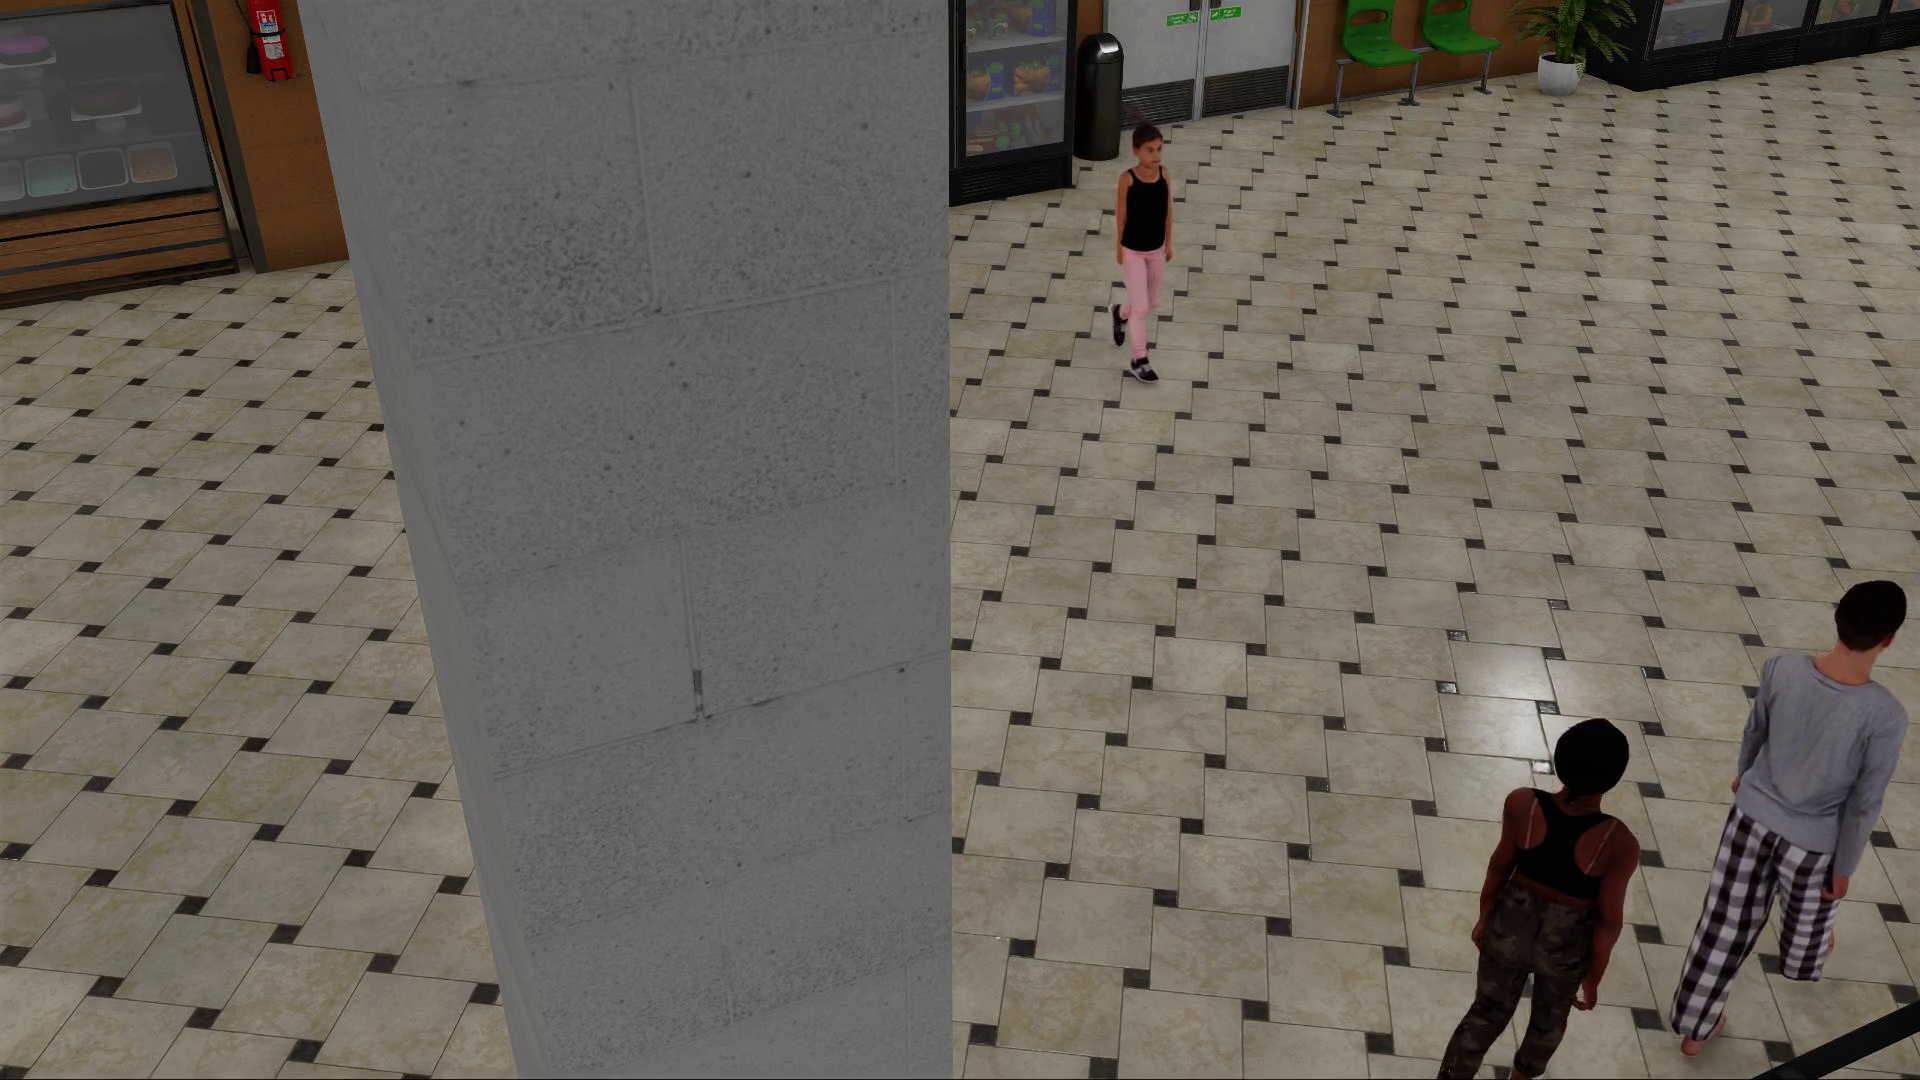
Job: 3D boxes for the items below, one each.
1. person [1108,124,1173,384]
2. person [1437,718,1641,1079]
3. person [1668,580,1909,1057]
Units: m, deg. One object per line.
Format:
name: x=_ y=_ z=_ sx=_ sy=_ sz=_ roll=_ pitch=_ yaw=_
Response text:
person: x=1.076 y=-1.772 z=10.103 sx=0.503 sy=1.541 sz=0.925 roll=-14 pitch=34 yaw=-21
person: x=1.726 y=1.285 z=5.063 sx=1.109 sy=1.675 sz=0.983 roll=22 pitch=38 yaw=31
person: x=2.659 y=0.979 z=5.423 sx=0.909 sy=1.814 sz=1.099 roll=-24 pitch=39 yaw=-33
